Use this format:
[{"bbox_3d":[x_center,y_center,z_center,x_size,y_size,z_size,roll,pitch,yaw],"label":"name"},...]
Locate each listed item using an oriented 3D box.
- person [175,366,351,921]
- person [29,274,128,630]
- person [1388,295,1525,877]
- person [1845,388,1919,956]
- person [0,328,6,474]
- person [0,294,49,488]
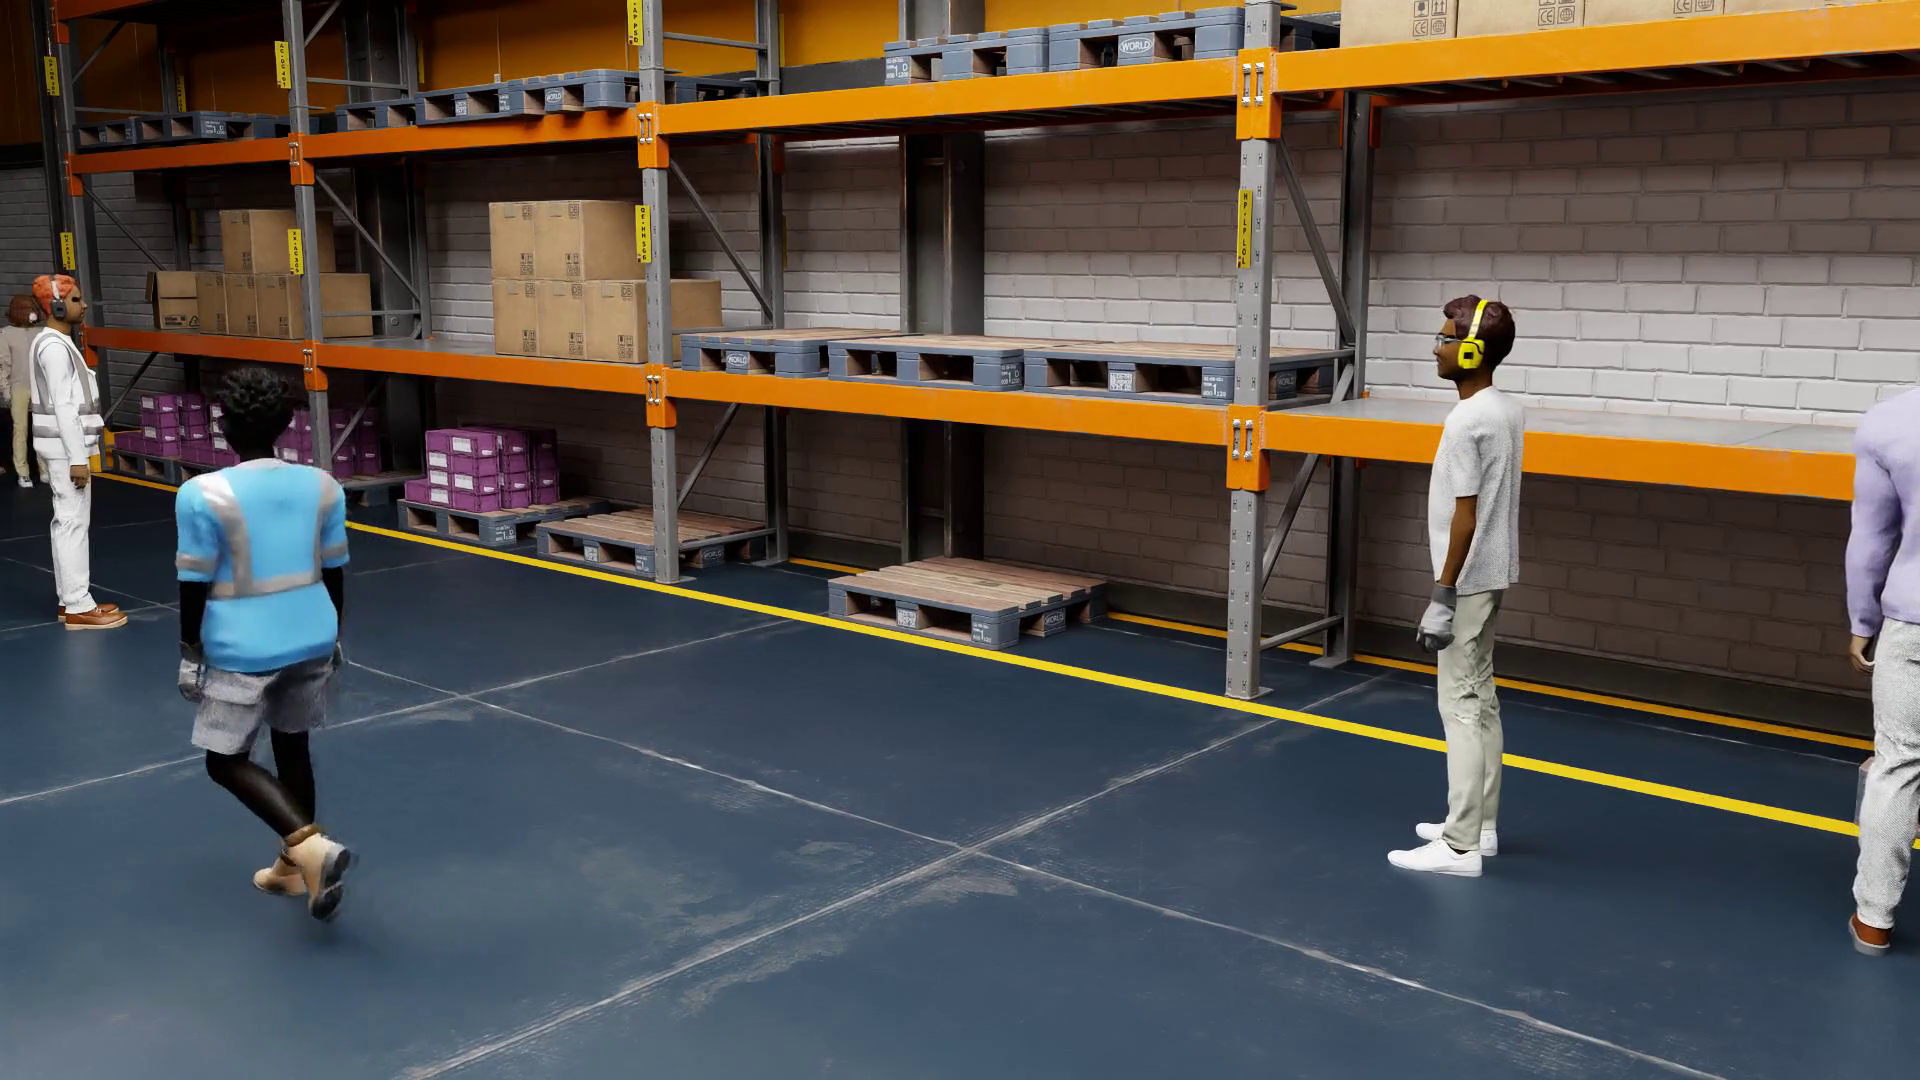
[{"bbox_3d":[-2.013,0.328,4.944,0.588,1.683,0.542,7,12,33],"label":"person"},{"bbox_3d":[-4.733,-0.463,8.866,0.356,1.885,0.574,-6,12,-32],"label":"person"},{"bbox_3d":[1.625,0.160,5.388,0.328,1.862,0.515,7,12,33],"label":"person"},{"bbox_3d":[2.805,0.256,4.641,0.630,1.931,0.356,7,12,34],"label":"person"},{"bbox_3d":[-8.697,-1.559,14.660,0.565,2.000,0.690,0,10,-2],"label":"person"},{"bbox_3d":[-7.935,-1.265,14.167,0.288,1.631,0.532,5,11,25],"label":"person"}]
